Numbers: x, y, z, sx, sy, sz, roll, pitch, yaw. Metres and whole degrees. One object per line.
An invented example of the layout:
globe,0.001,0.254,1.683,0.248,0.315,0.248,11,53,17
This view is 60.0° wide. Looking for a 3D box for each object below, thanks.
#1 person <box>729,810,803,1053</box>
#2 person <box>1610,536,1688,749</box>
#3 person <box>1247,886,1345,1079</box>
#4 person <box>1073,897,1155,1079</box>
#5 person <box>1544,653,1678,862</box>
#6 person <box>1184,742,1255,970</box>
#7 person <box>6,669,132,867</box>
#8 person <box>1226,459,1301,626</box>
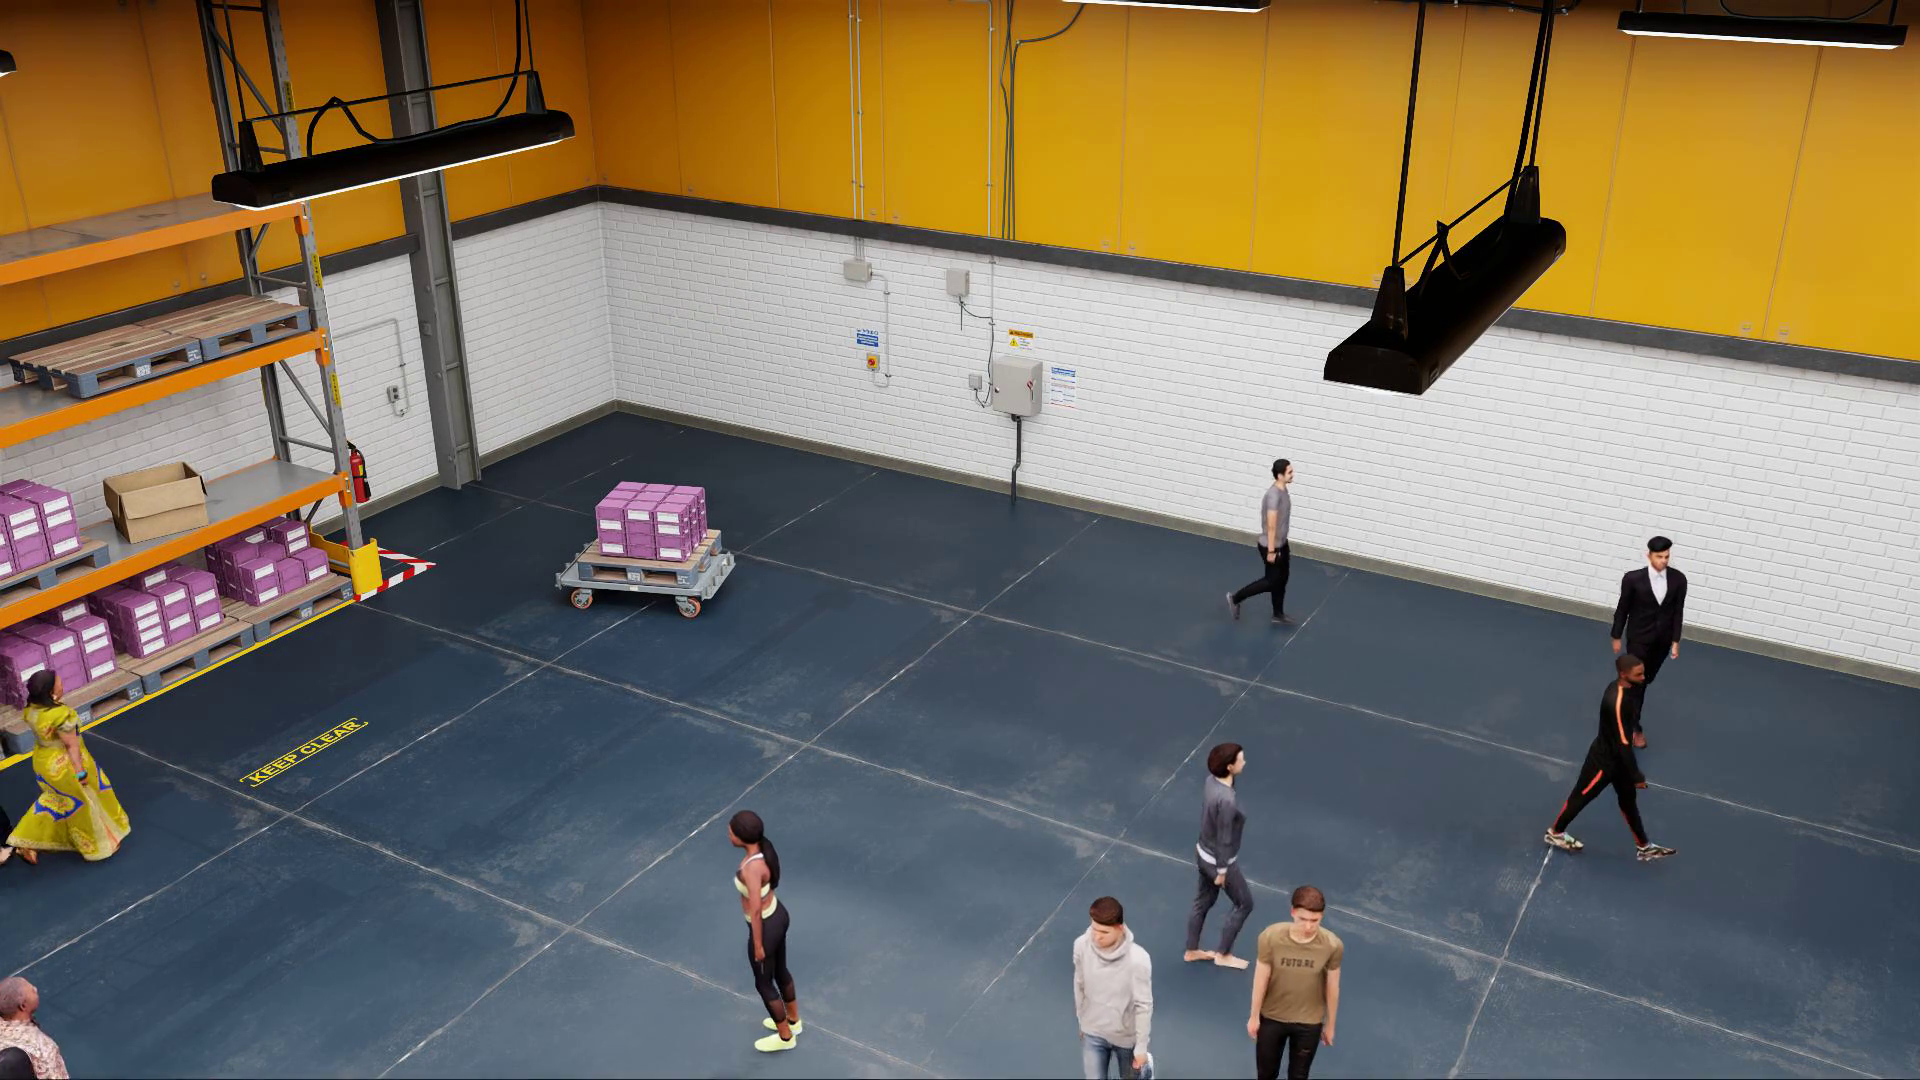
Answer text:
person,-1.227,2.502,10.646,0.753,1.739,0.658,4,24,10
person,5.935,0.804,14.382,1.053,1.859,1.267,1,24,2
person,1.972,2.778,9.892,0.846,1.837,0.970,4,24,8
person,0.942,2.834,9.781,0.711,1.823,1.123,11,26,24
person,4.800,1.648,12.576,0.715,1.758,1.107,13,27,27
person,1.684,2.172,11.383,0.820,1.753,0.758,-6,24,-13
person,-6.799,1.757,12.472,0.775,1.641,1.097,14,27,29
person,2.997,0.034,16.296,0.785,1.736,0.932,8,25,18
